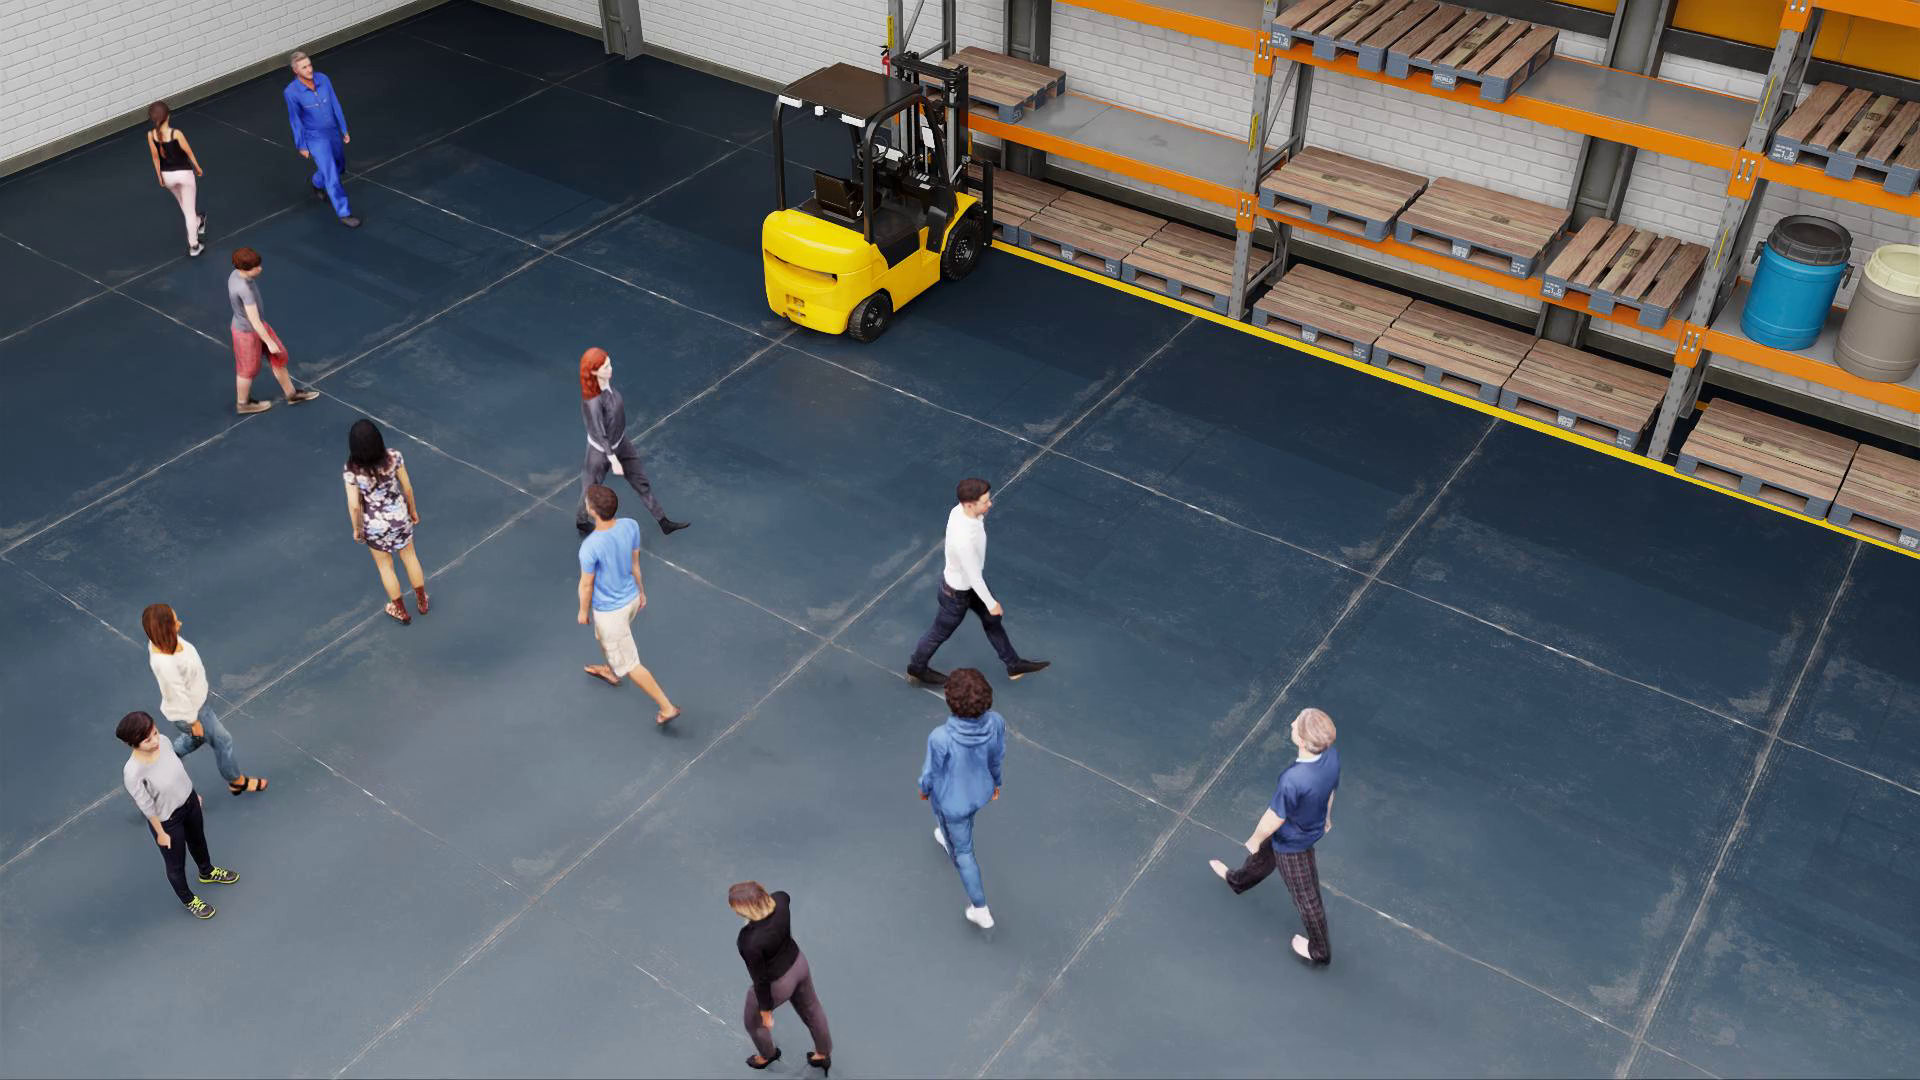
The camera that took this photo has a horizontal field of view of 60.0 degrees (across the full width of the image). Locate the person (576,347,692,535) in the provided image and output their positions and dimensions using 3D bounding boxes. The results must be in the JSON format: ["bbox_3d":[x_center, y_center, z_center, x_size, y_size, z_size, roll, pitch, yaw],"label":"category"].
[{"bbox_3d":[-2.777,-0.688,12.748,1.247,1.719,0.972,5,39,7],"label":"person"}]

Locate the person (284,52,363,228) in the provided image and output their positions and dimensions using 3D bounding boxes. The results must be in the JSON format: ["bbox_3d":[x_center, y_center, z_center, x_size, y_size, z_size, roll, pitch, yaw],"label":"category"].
[{"bbox_3d":[-6.565,-4.132,16.991,1.103,1.806,0.764,21,43,25],"label":"person"}]

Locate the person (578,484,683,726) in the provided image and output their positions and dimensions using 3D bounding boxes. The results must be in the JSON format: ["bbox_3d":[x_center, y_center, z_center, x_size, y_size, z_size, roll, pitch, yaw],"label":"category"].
[{"bbox_3d":[-2.262,0.463,11.210,1.228,1.840,0.700,20,43,23],"label":"person"}]

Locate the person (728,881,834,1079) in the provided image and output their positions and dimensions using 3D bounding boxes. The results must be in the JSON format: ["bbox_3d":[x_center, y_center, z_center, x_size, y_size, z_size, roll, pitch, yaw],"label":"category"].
[{"bbox_3d":[-0.898,2.410,8.935,0.753,1.637,0.770,22,43,25],"label":"person"}]

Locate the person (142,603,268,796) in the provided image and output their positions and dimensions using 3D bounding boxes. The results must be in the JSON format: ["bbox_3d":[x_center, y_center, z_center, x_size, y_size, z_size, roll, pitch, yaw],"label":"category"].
[{"bbox_3d":[-4.997,1.087,10.578,0.979,1.653,1.019,-16,41,-19],"label":"person"}]

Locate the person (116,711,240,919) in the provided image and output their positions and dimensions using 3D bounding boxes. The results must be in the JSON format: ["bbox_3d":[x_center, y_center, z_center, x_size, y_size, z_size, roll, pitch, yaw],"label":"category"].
[{"bbox_3d":[-4.748,1.612,10.001,0.602,1.553,0.614,7,39,8],"label":"person"}]

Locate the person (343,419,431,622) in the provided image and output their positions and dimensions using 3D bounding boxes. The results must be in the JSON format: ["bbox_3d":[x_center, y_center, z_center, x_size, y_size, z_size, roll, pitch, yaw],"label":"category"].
[{"bbox_3d":[-4.157,-0.122,12.029,0.679,1.732,0.629,-27,46,-30],"label":"person"}]

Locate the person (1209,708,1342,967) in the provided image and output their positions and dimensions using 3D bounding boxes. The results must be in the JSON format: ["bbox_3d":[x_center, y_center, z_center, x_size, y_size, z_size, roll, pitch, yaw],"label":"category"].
[{"bbox_3d":[2.015,1.754,9.613,1.207,1.816,0.766,29,47,31],"label":"person"}]

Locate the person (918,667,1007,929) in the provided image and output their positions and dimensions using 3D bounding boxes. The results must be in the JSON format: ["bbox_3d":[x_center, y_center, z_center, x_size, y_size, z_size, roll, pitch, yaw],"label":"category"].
[{"bbox_3d":[0.045,1.539,9.903,0.976,1.790,1.236,-21,43,-24],"label":"person"}]

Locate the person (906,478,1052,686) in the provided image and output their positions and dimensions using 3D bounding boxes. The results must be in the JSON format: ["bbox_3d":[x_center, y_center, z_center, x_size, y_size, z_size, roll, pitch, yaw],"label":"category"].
[{"bbox_3d":[-0.087,0.338,11.384,1.325,1.818,0.999,4,39,6],"label":"person"}]

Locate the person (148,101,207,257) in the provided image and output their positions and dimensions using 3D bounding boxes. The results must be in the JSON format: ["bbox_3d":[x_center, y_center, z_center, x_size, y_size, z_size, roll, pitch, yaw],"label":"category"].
[{"bbox_3d":[-7.760,-3.546,16.481,0.939,1.527,0.943,-2,39,-3],"label":"person"}]

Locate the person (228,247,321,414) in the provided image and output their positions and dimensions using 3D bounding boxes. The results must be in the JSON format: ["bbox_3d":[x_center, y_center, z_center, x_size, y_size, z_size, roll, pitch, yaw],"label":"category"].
[{"bbox_3d":[-6.120,-1.761,14.186,0.994,1.601,0.973,-15,41,-18],"label":"person"}]
